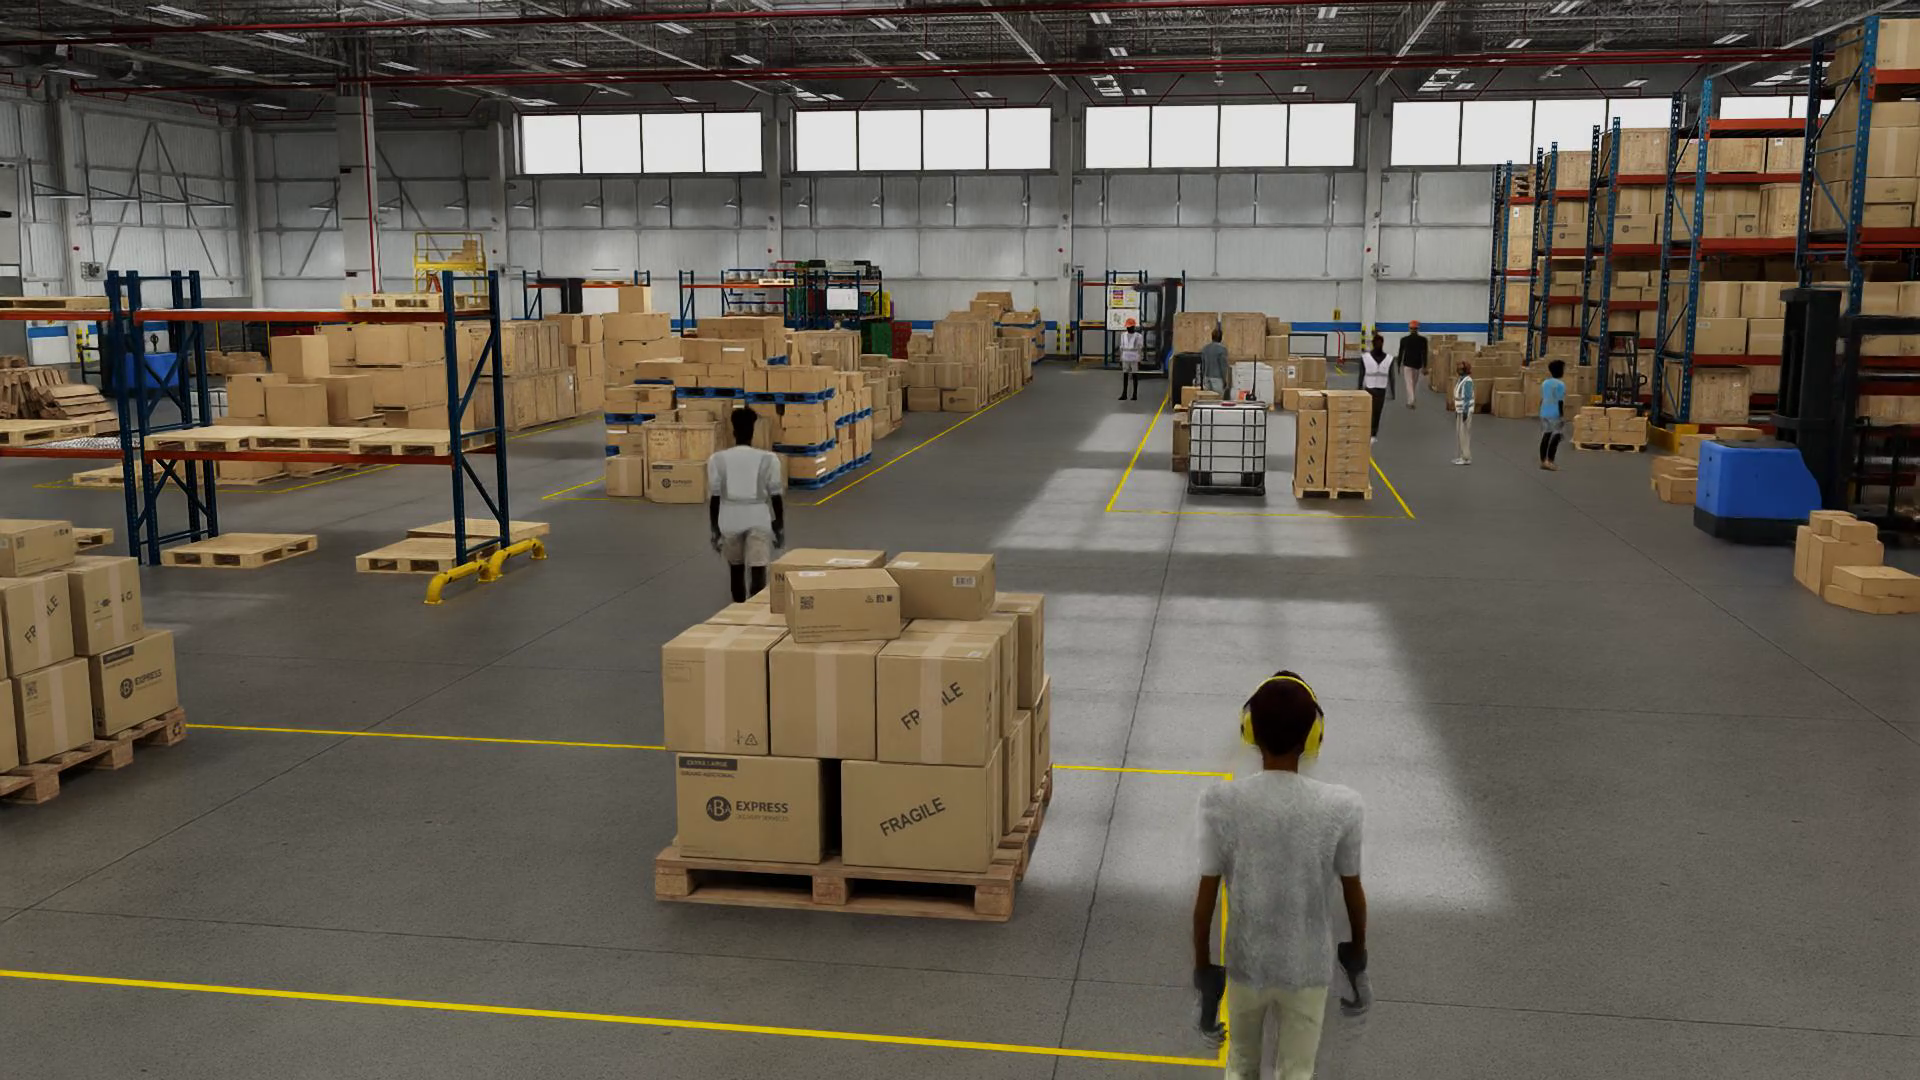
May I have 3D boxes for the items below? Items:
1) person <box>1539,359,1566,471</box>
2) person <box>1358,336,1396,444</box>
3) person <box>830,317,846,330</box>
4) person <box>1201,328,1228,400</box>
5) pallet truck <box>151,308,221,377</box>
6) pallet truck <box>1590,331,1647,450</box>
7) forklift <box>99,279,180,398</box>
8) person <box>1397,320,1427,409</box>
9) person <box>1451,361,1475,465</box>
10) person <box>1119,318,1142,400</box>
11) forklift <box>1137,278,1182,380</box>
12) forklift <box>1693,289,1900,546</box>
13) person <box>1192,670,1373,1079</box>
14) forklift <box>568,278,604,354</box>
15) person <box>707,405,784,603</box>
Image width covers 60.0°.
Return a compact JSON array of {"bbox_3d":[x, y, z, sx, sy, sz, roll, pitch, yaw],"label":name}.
[{"bbox_3d":[8.987,-1.890,25.211,0.317,1.696,0.538,-2,9,-9],"label":"person"},{"bbox_3d":[7.311,-2.611,29.066,0.615,1.881,0.887,0,9,0],"label":"person"},{"bbox_3d":[-3.000,-4.568,41.117,0.639,1.901,0.976,0,9,2],"label":"person"},{"bbox_3d":[4.880,-3.091,31.908,0.366,1.931,0.630,-7,12,-39],"label":"person"},{"bbox_3d":[-21.869,-5.598,47.154,0.823,1.965,1.885,4,10,26],"label":"pallet truck"},{"bbox_3d":[11.253,-2.573,28.499,0.823,1.965,1.885,5,10,27],"label":"pallet truck"},{"bbox_3d":[-19.539,-4.719,39.020,1.873,2.768,1.129,1,9,9],"label":"forklift"},{"bbox_3d":[9.931,-3.847,36.479,0.623,1.963,0.920,0,9,1],"label":"person"},{"bbox_3d":[7.889,-1.989,26.038,0.313,1.628,0.525,0,9,3],"label":"person"},{"bbox_3d":[3.981,-4.225,38.904,0.542,1.928,0.374,5,10,27],"label":"person"},{"bbox_3d":[5.815,-5.816,45.787,1.873,2.768,1.129,1,9,9],"label":"forklift"},{"bbox_3d":[9.371,-1.399,18.542,1.873,2.768,1.129,1,9,9],"label":"forklift"},{"bbox_3d":[0.990,1.300,5.073,0.523,1.848,0.658,3,10,17],"label":"person"},{"bbox_3d":[-10.414,-5.735,45.284,1.873,2.768,1.129,-3,10,-17],"label":"forklift"},{"bbox_3d":[-1.756,-0.124,13.589,0.608,1.942,0.834,0,9,-1],"label":"person"}]
